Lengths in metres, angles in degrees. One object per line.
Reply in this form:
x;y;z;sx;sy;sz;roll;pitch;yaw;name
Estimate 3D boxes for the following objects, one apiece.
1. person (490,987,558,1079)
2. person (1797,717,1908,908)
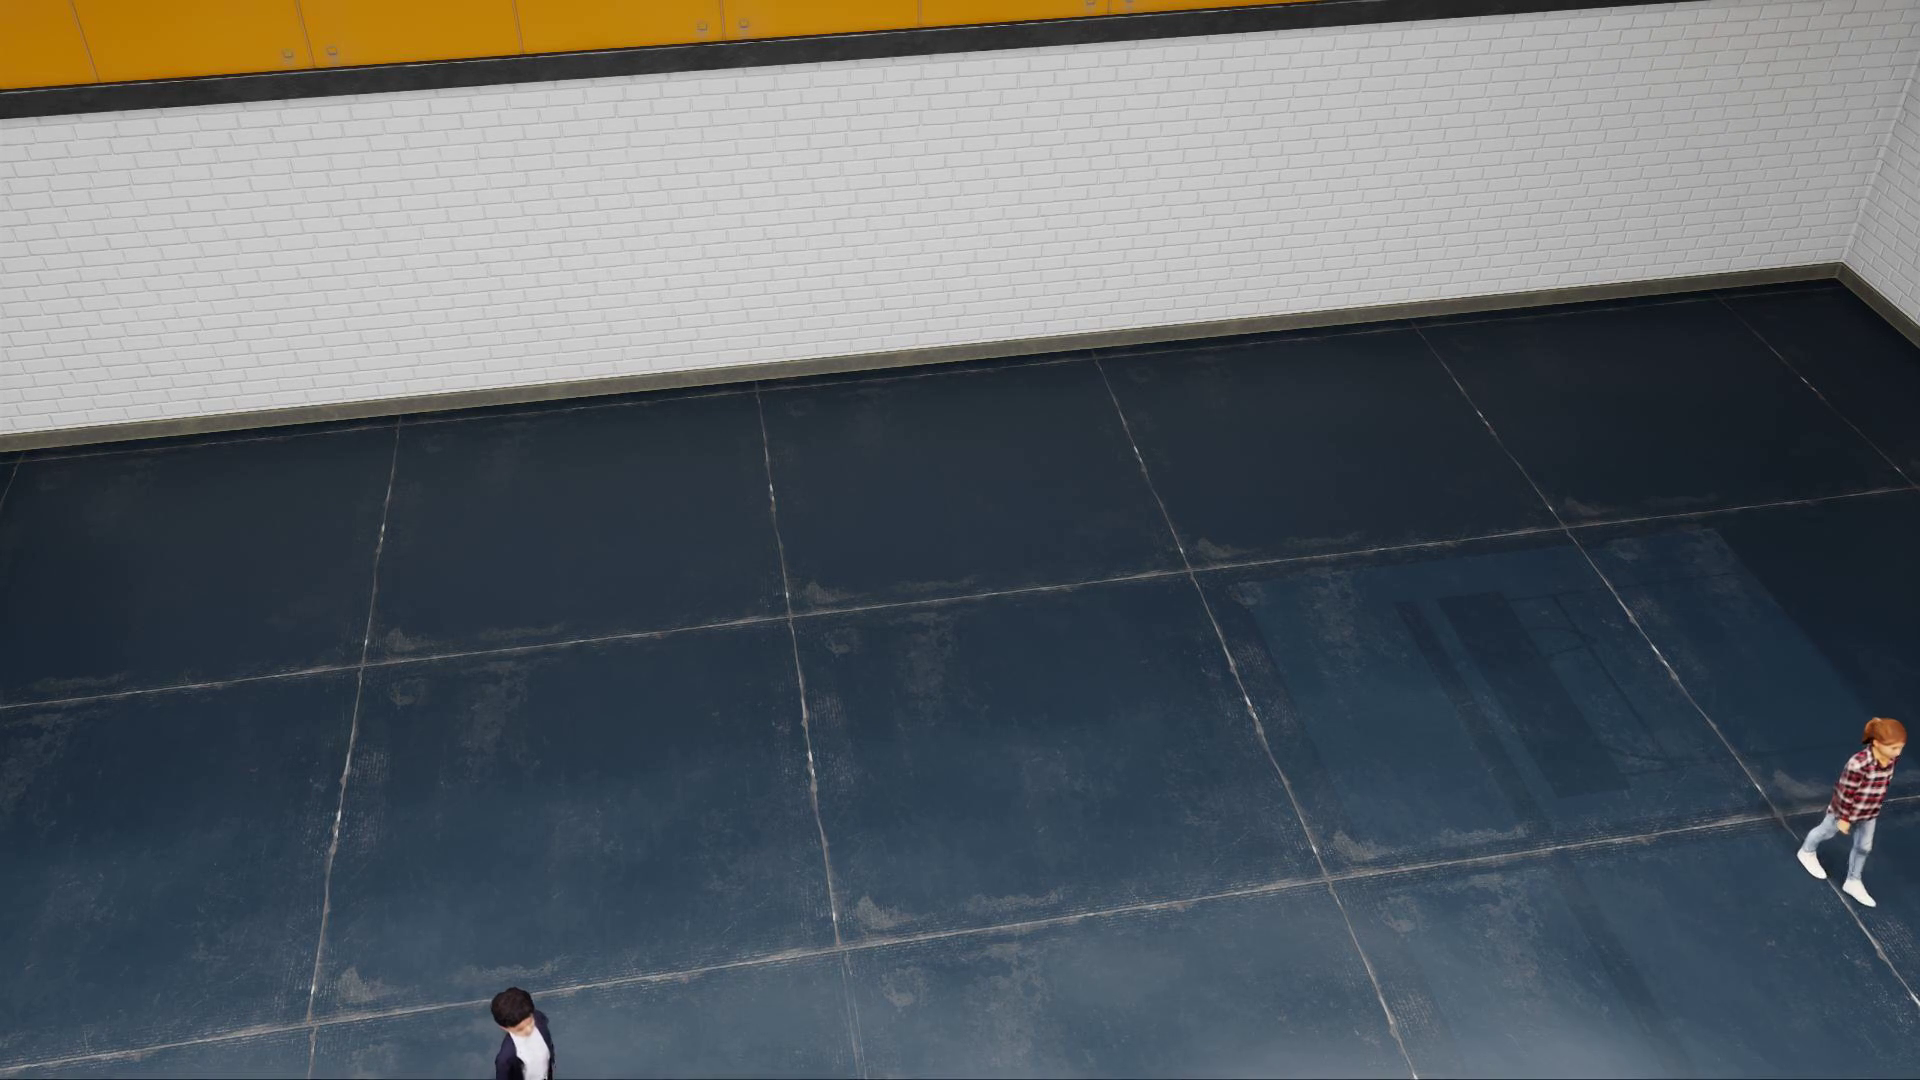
-2.236;2.656;8.436;0.729;1.216;0.675;17;42;20;person
5.232;1.511;9.813;0.564;1.289;0.758;-9;40;-11;person
